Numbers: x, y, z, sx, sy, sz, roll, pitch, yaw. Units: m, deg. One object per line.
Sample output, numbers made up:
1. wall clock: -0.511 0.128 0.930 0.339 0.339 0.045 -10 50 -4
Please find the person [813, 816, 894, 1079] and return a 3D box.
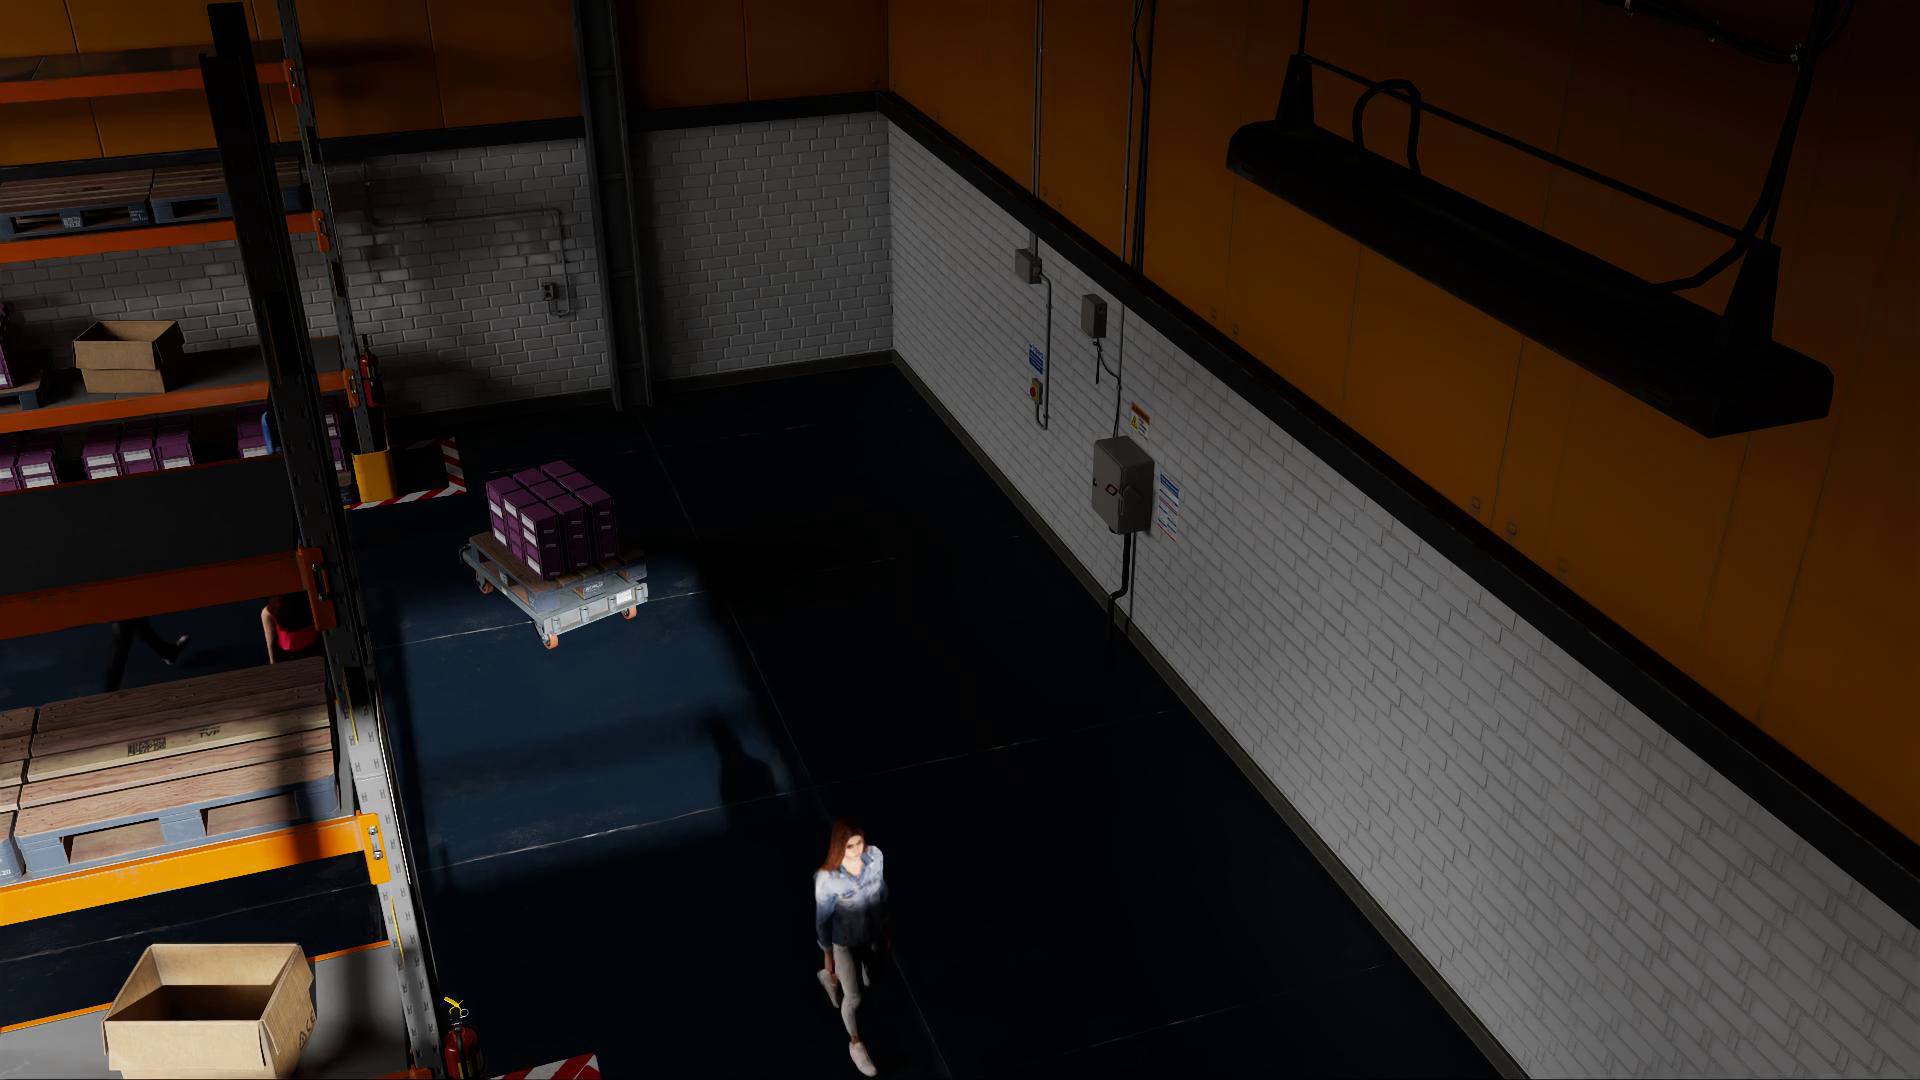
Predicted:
1. person: -0.642 2.192 9.354 0.947 1.687 0.869 -21 35 -34
